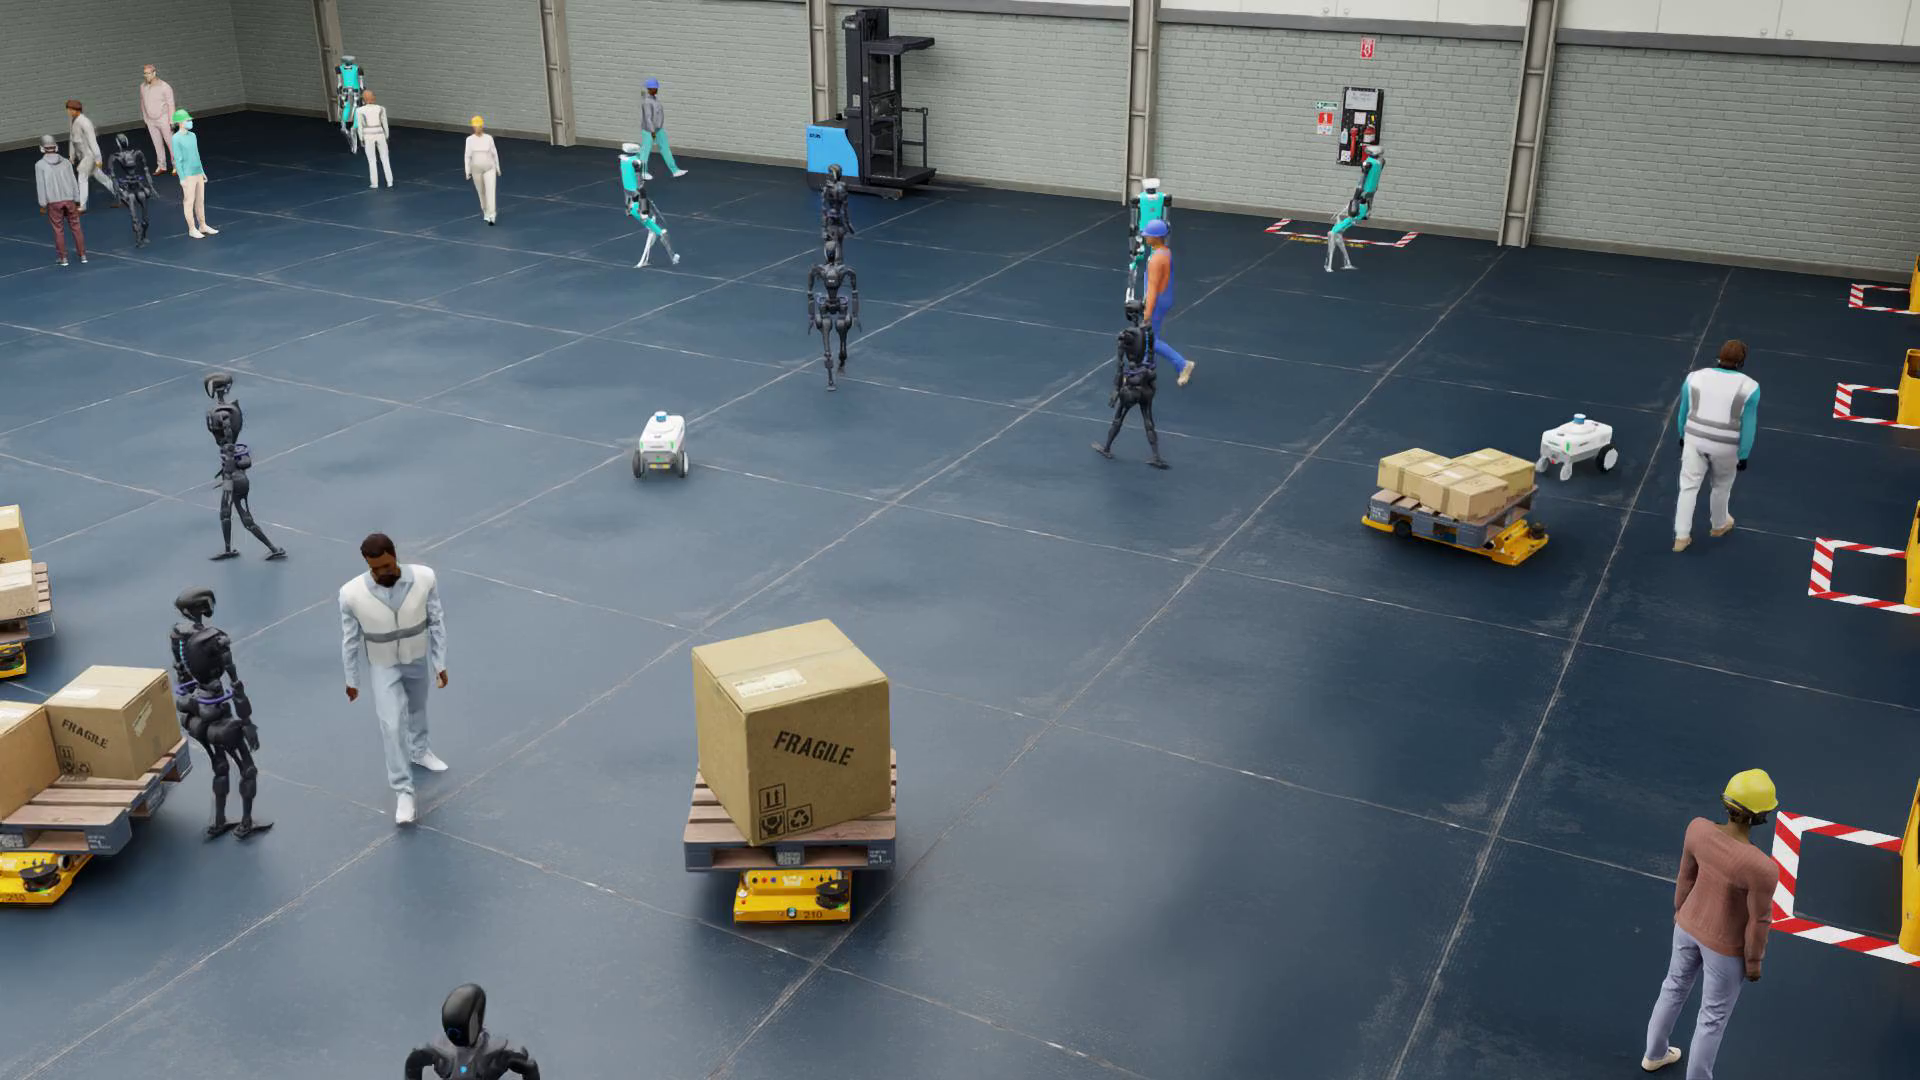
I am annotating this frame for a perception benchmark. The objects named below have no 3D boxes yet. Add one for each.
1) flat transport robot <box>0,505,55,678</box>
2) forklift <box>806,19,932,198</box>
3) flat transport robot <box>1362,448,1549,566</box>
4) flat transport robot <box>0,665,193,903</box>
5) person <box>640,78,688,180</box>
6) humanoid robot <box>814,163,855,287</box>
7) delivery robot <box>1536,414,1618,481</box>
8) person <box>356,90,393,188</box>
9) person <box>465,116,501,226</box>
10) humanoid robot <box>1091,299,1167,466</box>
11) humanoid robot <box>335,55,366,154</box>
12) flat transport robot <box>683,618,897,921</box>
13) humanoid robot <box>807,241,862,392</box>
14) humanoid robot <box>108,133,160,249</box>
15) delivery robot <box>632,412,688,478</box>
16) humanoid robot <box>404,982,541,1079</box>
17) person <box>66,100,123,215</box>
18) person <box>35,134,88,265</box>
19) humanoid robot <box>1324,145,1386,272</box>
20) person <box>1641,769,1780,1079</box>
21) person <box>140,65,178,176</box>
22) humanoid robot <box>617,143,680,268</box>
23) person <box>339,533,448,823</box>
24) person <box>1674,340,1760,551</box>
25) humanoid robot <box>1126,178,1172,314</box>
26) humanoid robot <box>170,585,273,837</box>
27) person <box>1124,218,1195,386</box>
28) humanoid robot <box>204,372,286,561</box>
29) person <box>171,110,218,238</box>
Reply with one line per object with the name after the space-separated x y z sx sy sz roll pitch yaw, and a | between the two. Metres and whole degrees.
-7.448 0.727 12.471 0.659 0.231 1.431 -12 26 -26 | flat transport robot
-1.573 -7.292 27.850 1.873 2.768 1.129 12 26 25 | forklift
4.297 -0.130 14.465 1.431 0.231 0.659 19 29 37 | flat transport robot
-5.480 1.726 10.145 0.659 0.231 1.431 1 23 2 | flat transport robot
-5.233 -7.108 28.843 0.901 1.728 0.572 8 24 18 | person
-1.728 -4.250 22.305 0.699 1.622 0.616 15 28 31 | humanoid robot
5.890 -0.915 15.912 0.757 0.580 0.499 -15 28 -31 | delivery robot
-9.957 -6.810 28.288 0.513 1.636 0.312 -13 26 -27 | person
-7.368 -5.701 25.672 0.501 1.645 0.901 -4 24 -9 | person
1.665 -1.521 15.971 0.791 1.621 0.612 20 31 39 | humanoid robot
-11.513 -8.128 31.355 0.564 1.890 0.775 0 23 -1 | humanoid robot
-0.985 1.794 9.987 0.659 0.231 1.431 -1 23 -2 | flat transport robot
-1.382 -2.501 18.239 0.603 1.638 0.693 -1 23 -3 | humanoid robot
-12.077 -5.123 24.346 0.608 1.650 0.611 20 30 38 | humanoid robot
-2.854 -0.937 15.969 0.499 0.585 0.775 0 23 -1 | delivery robot
-1.933 2.423 6.737 0.607 1.636 0.509 -1 23 -1 | humanoid robot
-13.878 -6.127 26.523 0.509 1.781 0.984 22 31 40 | person
-12.634 -4.775 23.334 0.552 1.805 0.380 -20 31 -39 | person
5.348 -4.583 22.976 0.873 1.771 0.581 18 29 36 | humanoid robot
3.607 1.875 7.915 0.340 1.761 0.522 -9 25 -21 | person
-14.099 -7.376 29.262 0.646 1.907 0.412 5 24 12 | person
-4.283 -4.628 23.173 0.859 1.850 0.550 -18 29 -36 | humanoid robot
-3.499 0.784 10.349 0.624 1.845 0.883 -16 28 -32 | person
6.436 -0.837 14.156 0.640 1.801 0.863 16 28 33 | person
2.318 -3.735 21.044 0.550 1.808 0.924 -3 23 -7 | humanoid robot
-4.473 1.027 9.990 0.599 1.660 0.337 12 26 26 | humanoid robot
2.195 -2.555 18.068 0.702 1.882 0.542 7 24 15 | person
-6.041 -0.579 13.765 0.610 1.645 0.606 -11 26 -24 | humanoid robot
-11.501 -5.479 24.882 0.344 1.876 0.526 6 24 13 | person
